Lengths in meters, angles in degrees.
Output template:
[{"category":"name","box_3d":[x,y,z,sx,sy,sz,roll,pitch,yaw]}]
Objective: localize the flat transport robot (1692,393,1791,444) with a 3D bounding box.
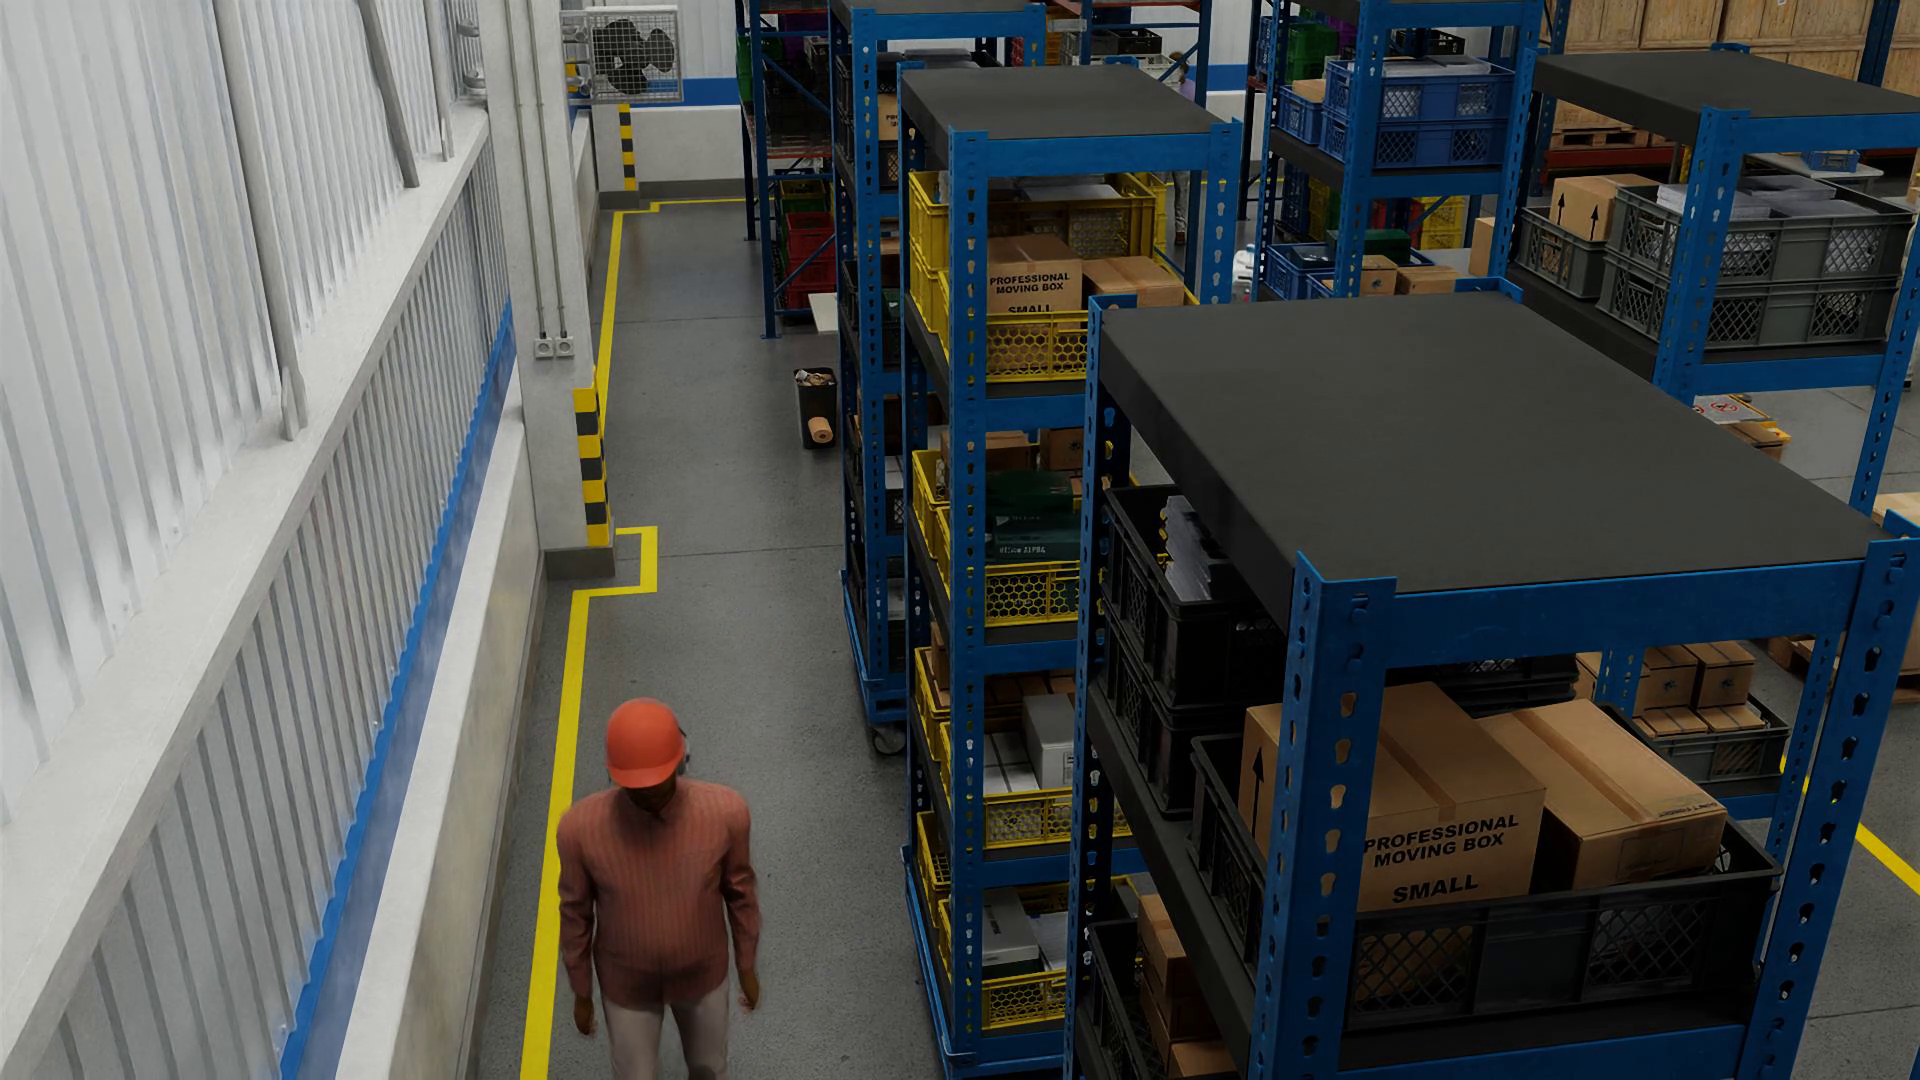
[{"category":"flat transport robot","box_3d":[5.224,-0.859,12.132,1.431,0.197,0.652,-4,25,-8]}]

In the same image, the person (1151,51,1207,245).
[{"category":"person","box_3d":[2.160,-3.987,16.951,0.636,1.939,0.362,6,25,12]}]

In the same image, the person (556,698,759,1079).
[{"category":"person","box_3d":[-0.936,1.366,5.261,0.620,1.997,0.399,-6,25,-14]}]

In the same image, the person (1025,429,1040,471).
[{"category":"person","box_3d":[0.445,-1.123,11.092,0.320,1.627,0.542,23,33,40]}]

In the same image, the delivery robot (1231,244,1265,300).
[{"category":"delivery robot","box_3d":[2.647,-2.448,15.141,0.477,0.478,0.707,5,25,12]}]

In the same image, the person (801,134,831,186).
[{"category":"person","box_3d":[-1.574,-4.576,18.297,0.584,1.882,0.337,23,33,40]}]

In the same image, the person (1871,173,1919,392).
[{"category":"person","box_3d":[7.426,-2.063,12.894,0.404,1.833,0.587,10,26,20]}]
